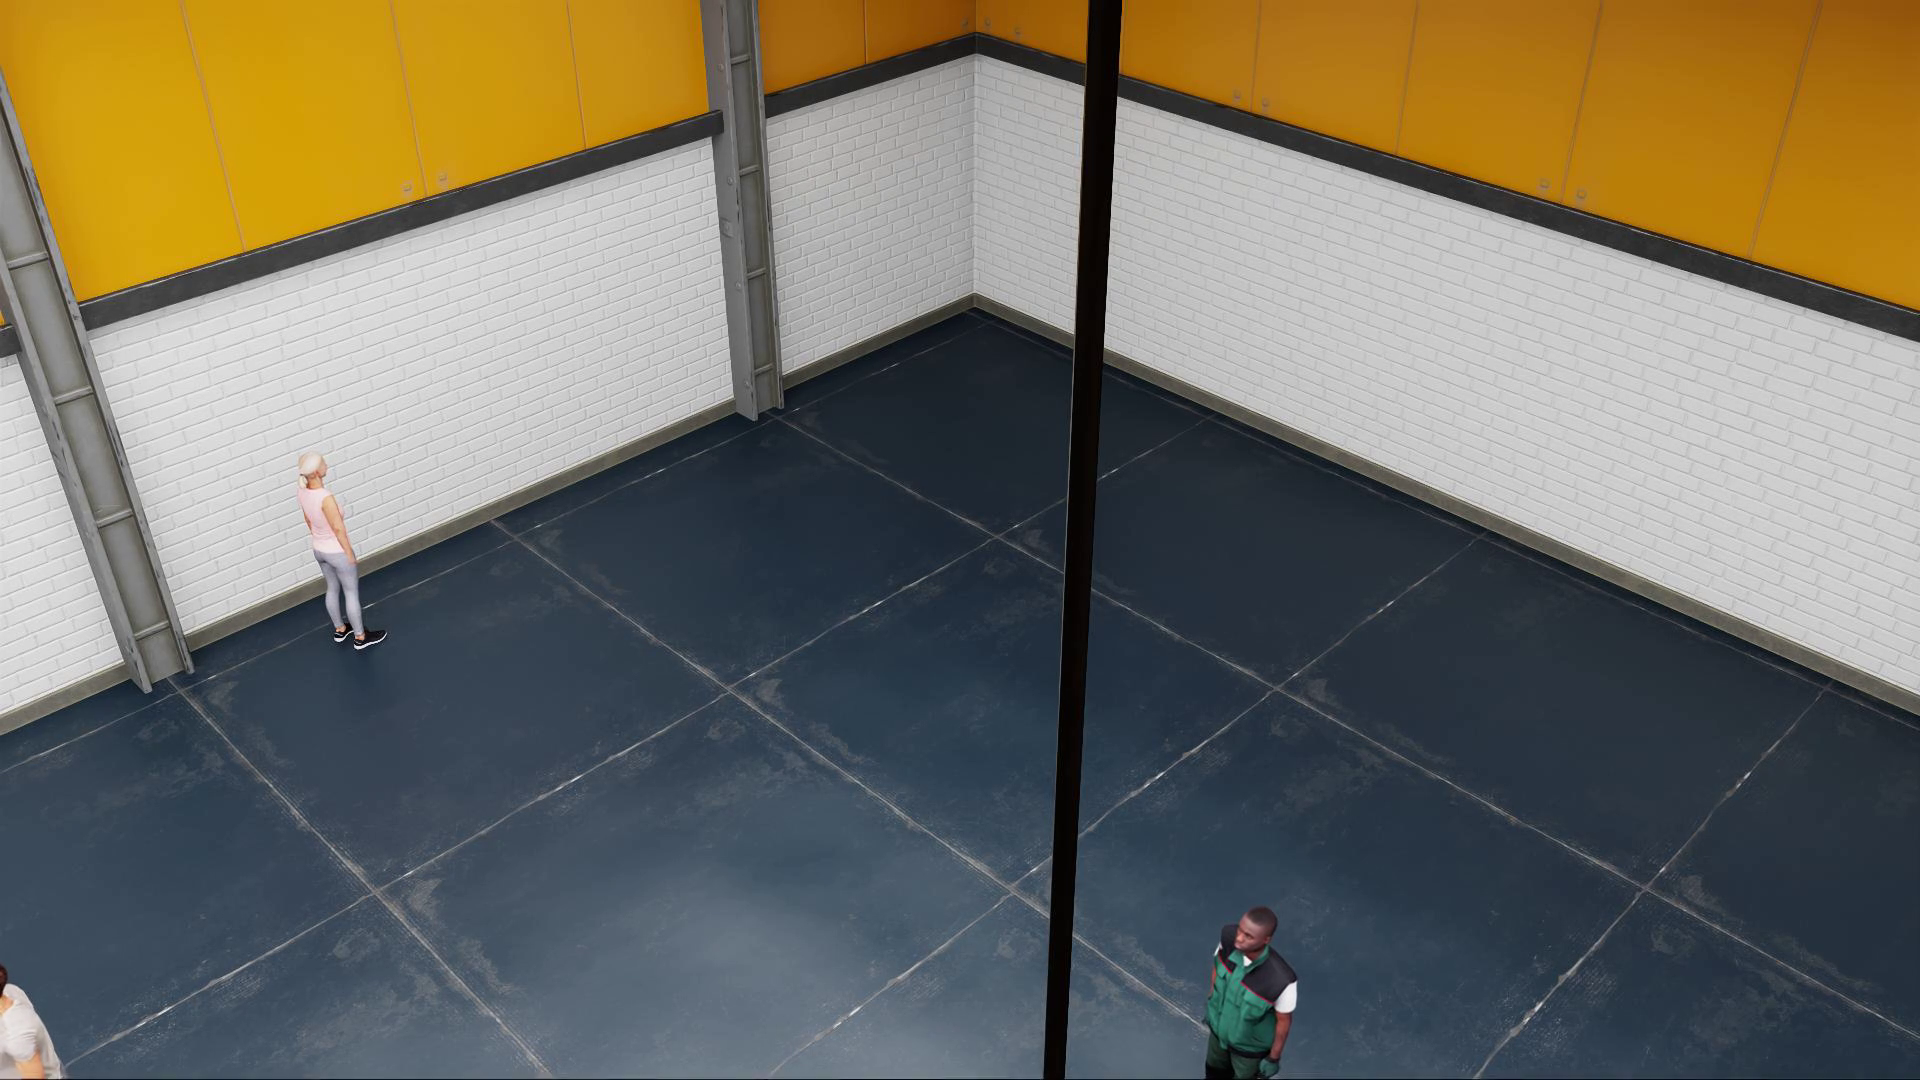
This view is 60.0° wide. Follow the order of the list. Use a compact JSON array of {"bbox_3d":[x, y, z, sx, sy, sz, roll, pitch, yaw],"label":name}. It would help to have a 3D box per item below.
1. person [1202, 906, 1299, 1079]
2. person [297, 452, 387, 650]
[{"bbox_3d":[1.526,2.632,8.937,0.649,1.839,0.716,-22,40,-30],"label":"person"},{"bbox_3d":[-4.865,0.074,12.887,0.601,1.726,0.593,19,38,27],"label":"person"}]
